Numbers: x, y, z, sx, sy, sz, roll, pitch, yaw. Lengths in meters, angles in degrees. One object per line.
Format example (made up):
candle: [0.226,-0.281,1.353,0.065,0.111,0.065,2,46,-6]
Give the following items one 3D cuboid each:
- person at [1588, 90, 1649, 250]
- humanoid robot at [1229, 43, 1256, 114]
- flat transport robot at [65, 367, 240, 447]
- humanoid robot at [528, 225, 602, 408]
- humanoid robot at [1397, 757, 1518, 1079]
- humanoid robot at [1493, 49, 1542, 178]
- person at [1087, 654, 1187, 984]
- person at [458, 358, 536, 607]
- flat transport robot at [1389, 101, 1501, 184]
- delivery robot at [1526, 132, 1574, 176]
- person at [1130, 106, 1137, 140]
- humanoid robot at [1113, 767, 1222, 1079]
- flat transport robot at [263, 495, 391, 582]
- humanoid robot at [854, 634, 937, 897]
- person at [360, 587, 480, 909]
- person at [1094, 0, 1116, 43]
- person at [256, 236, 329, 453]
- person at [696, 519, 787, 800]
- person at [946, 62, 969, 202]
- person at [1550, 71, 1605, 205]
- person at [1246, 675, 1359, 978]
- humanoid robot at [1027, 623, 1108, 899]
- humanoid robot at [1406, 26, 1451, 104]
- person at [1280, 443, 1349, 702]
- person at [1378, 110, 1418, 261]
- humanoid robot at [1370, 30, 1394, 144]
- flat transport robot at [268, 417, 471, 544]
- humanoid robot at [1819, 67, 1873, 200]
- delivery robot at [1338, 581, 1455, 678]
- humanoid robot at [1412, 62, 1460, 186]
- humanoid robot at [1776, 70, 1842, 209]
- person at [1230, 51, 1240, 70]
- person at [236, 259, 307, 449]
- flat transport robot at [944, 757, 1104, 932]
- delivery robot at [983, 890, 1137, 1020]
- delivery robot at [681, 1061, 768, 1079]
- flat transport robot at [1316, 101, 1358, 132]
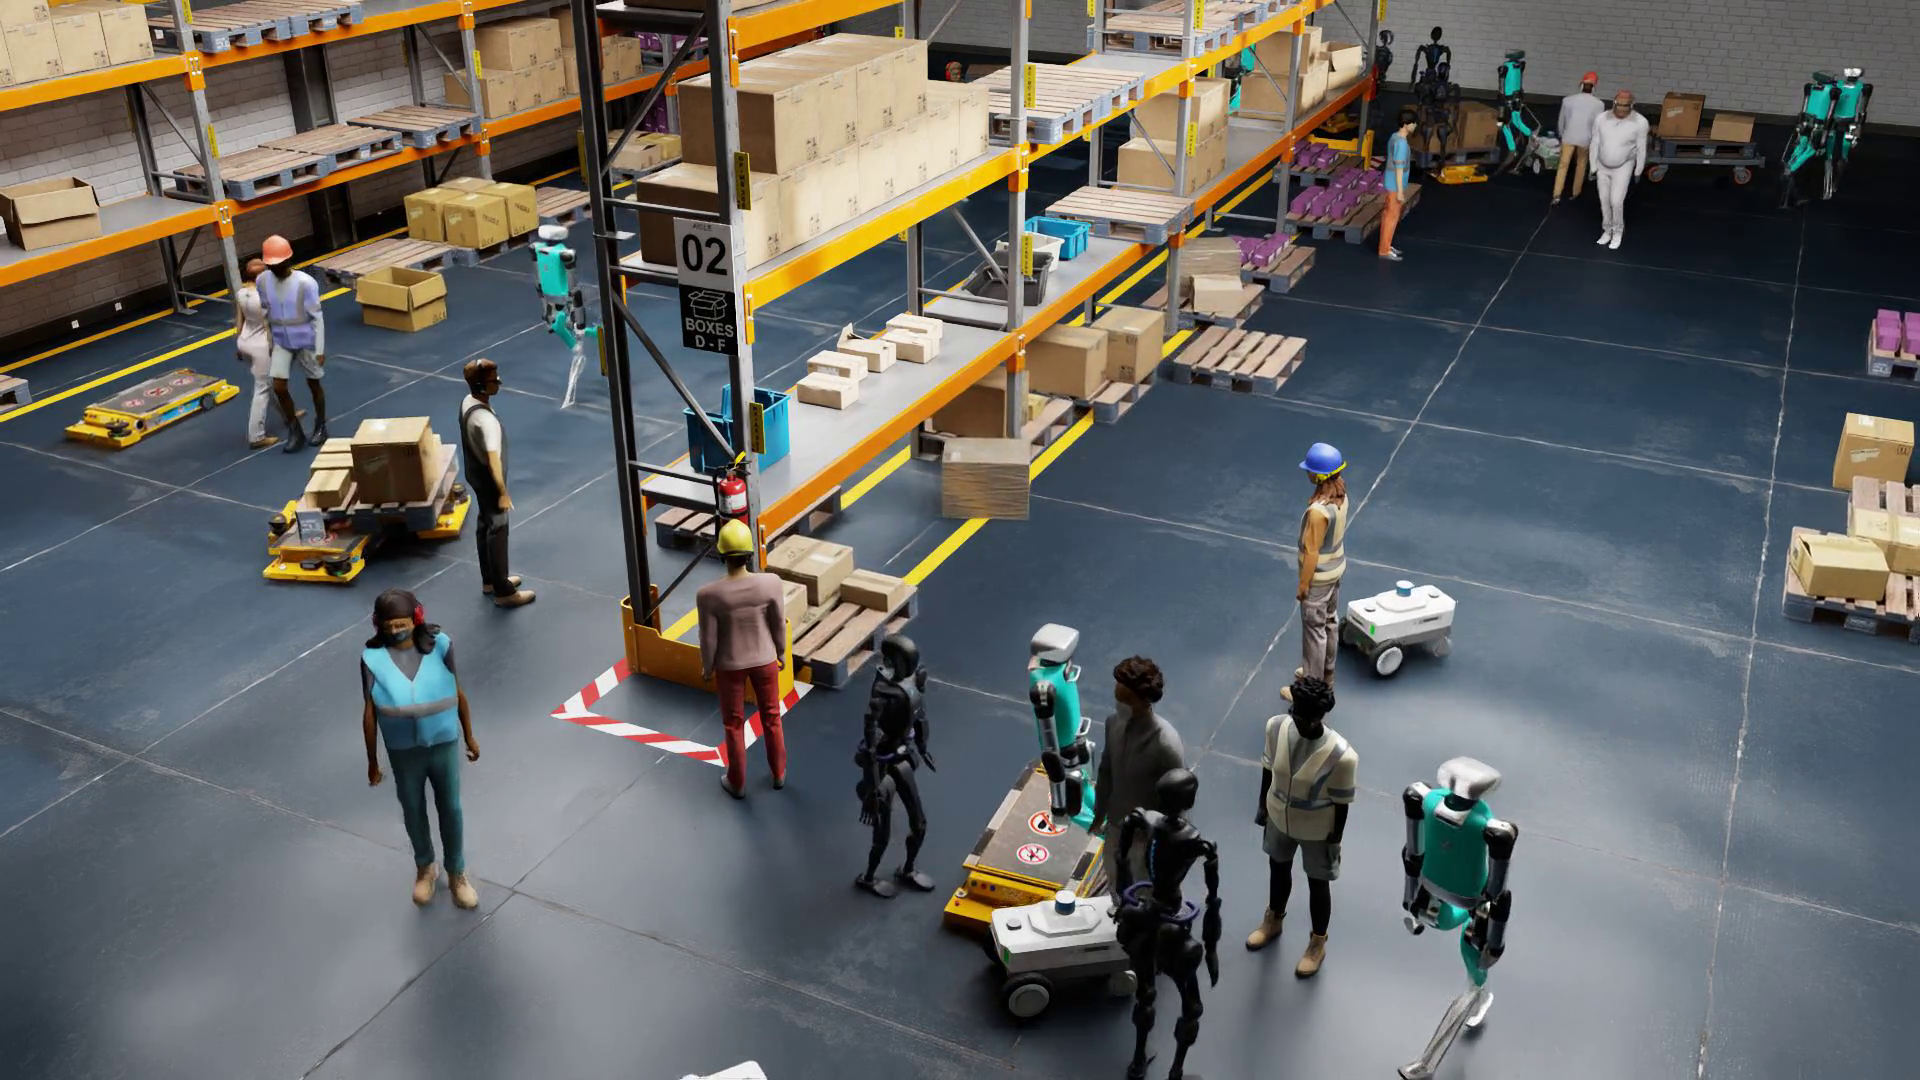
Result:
person: [7.826,-4.446,19.952,0.645,1.873,0.615,21,33,36]
humanoid robot: [4.059,-6.618,24.471,0.675,1.786,0.537,-10,28,-20]
flat transport robot: [-7.393,-1.229,15.260,0.659,0.231,1.431,10,28,19]
humanoid robot: [-3.473,-2.135,15.471,0.530,1.773,0.946,17,31,30]
humanoid robot: [2.395,1.685,7.748,1.032,1.736,0.544,-23,34,-38]
humanoid robot: [7.706,-5.777,22.834,0.540,1.814,0.750,-22,34,-37]
person: [0.855,1.398,8.132,0.468,1.880,0.572,-19,32,-33]
person: [-3.335,-0.410,11.831,0.330,1.844,0.508,-15,30,-28]
flat transport robot: [6.797,-5.294,23.472,0.659,0.231,1.431,-6,27,-12]
delivery robot: [8.299,-5.453,23.466,0.499,0.590,0.793,-2,26,-5]
person: [2.699,-6.566,24.278,0.366,1.836,0.503,21,33,36]
humanoid robot: [0.913,1.777,7.613,0.600,1.643,0.390,21,33,36]
flat transport robot: [-4.776,-0.076,12.932,0.659,0.231,1.431,3,26,6]
humanoid robot: [-0.364,1.184,8.806,0.385,1.640,0.591,16,31,29]
person: [-2.841,1.101,8.771,0.574,1.862,0.462,-9,28,-18]
person: [2.517,-8.948,28.981,0.409,1.931,0.533,-5,27,-10]
person: [-5.736,-1.661,14.275,0.564,1.913,0.684,1,26,3]
person: [-1.256,0.698,9.679,0.524,1.769,0.313,-9,28,-18]
person: [-0.107,-5.326,21.760,0.392,1.845,0.562,24,35,39]
person: [8.077,-5.255,21.779,0.566,1.710,0.821,12,29,22]
person: [1.711,1.409,8.330,0.534,1.693,0.320,23,35,38]
humanoid robot: [0.716,1.270,8.534,0.756,1.768,0.542,7,27,13]
humanoid robot: [7.083,-6.931,25.199,0.615,1.647,0.444,0,26,-1]
person: [2.280,0.209,10.667,0.345,1.770,0.459,14,30,27]
person: [5.130,-4.158,19.501,0.339,1.759,0.499,3,27,6]
humanoid robot: [6.289,-6.797,24.926,0.311,1.652,0.612,9,28,18]
flat transport robot: [-4.670,-0.208,13.199,1.431,0.231,0.659,-3,26,-5]
humanoid robot: [11.745,-5.416,22.128,0.530,1.815,0.917,17,31,30]
delivery robot: [2.967,0.574,11.312,0.799,0.608,0.499,-10,28,-20]
humanoid robot: [6.493,-5.659,22.624,0.612,1.652,0.346,4,27,8]
humanoid robot: [10.865,-5.158,21.592,0.783,1.802,0.544,-10,28,-19]
person: [4.608,-7.568,26.294,0.683,1.863,0.470,10,28,19]
person: [-6.111,-1.669,14.632,0.462,1.606,0.807,13,29,24]
flat transport robot: [0.479,1.721,9.302,0.659,0.231,1.431,10,28,19]
delivery robot: [0.516,2.024,8.351,0.774,0.581,0.499,-5,27,-9]
delivery robot: [-1.131,2.589,7.247,0.807,0.613,0.499,-14,30,-26]
flat transport robot: [5.481,-6.663,26.236,1.431,0.231,0.659,21,33,36]
